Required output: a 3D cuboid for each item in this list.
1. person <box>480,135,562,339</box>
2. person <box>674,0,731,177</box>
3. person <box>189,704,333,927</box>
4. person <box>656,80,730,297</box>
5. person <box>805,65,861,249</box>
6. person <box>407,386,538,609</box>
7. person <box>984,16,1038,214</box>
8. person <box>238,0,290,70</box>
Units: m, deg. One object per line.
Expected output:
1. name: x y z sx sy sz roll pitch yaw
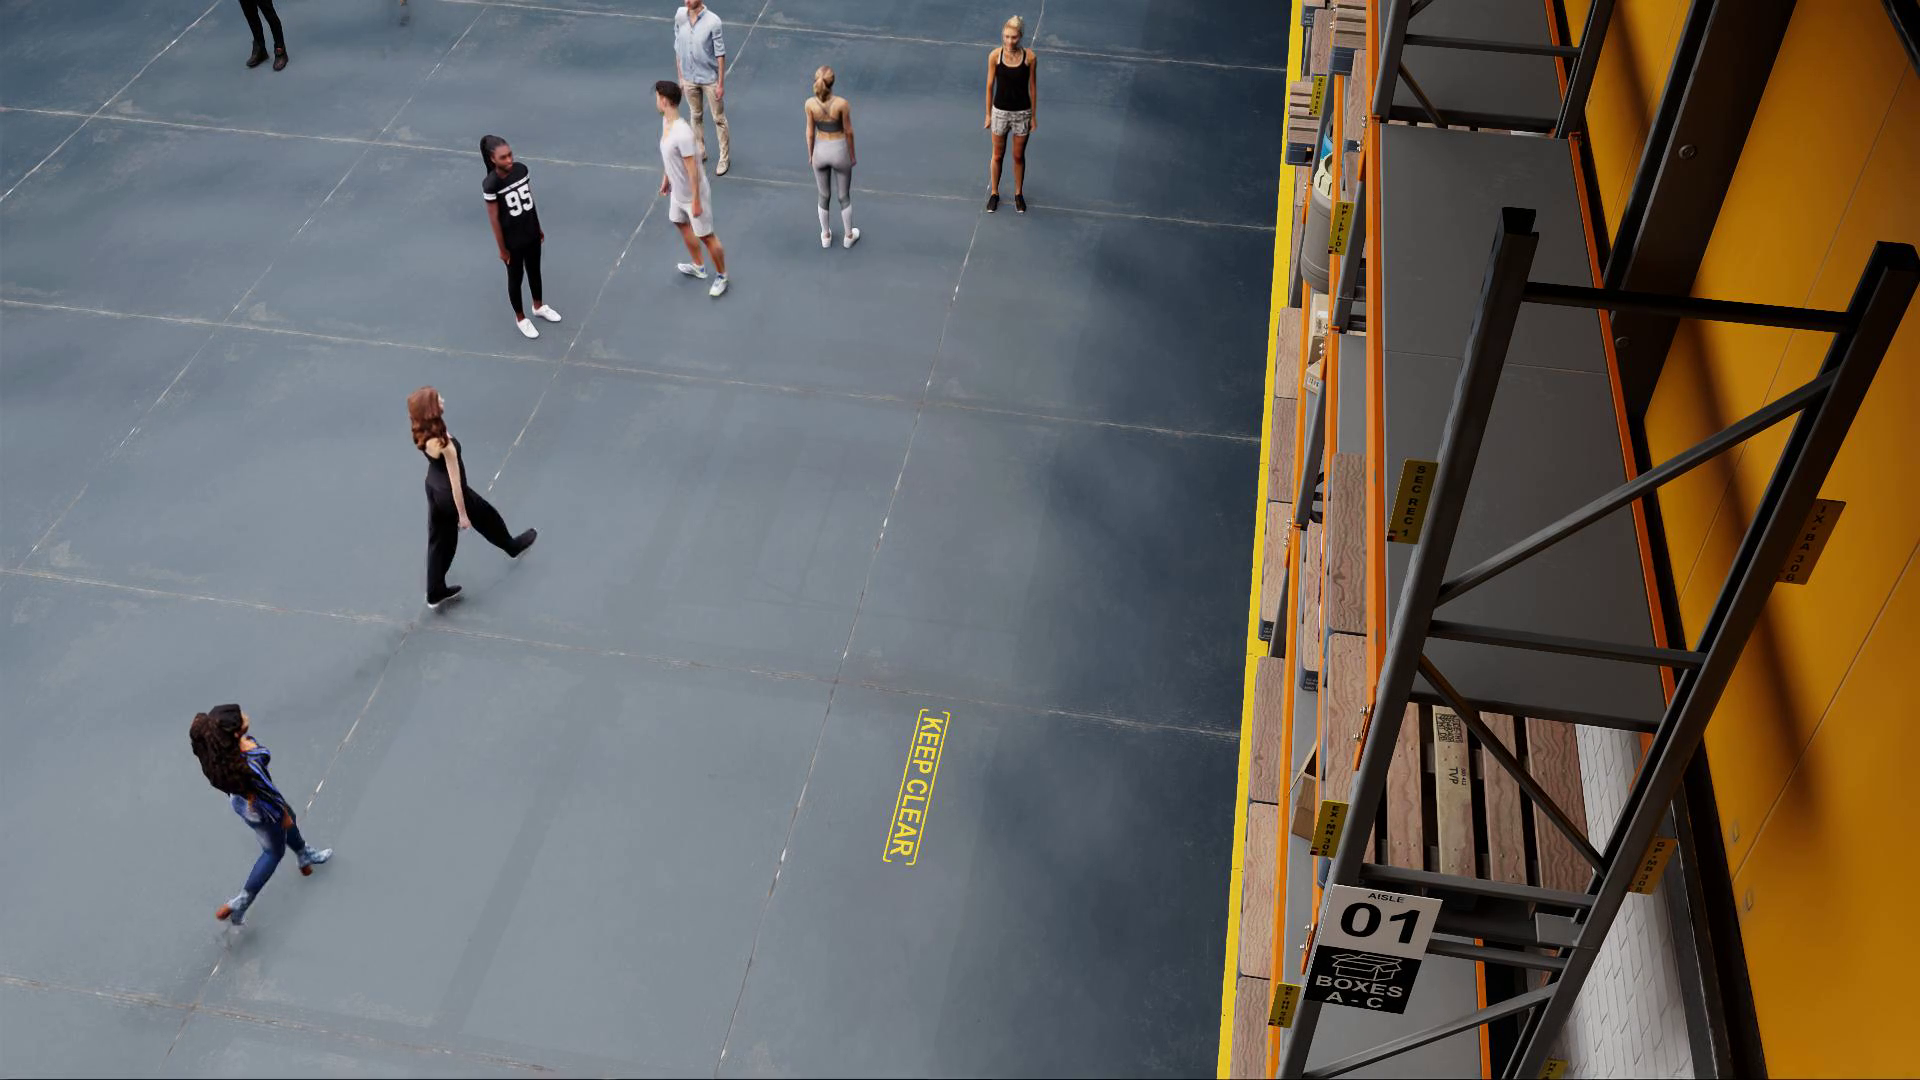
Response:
1. person: -3.557 -2.459 13.393 0.758 1.729 0.639 25 49 24
2. person: -2.349 -4.240 15.177 0.679 1.848 0.605 14 45 14
3. person: -3.977 1.538 9.294 0.915 1.596 1.090 29 51 27
4. person: -2.225 -2.919 13.815 0.934 1.814 0.825 -31 52 -28
5. person: -1.103 -3.283 14.277 0.578 1.703 0.559 4 44 4
6. person: -3.483 -0.247 11.100 1.008 1.689 1.220 31 52 28
7. person: 0.454 -3.774 14.690 0.641 1.845 0.548 2 44 2
8. person: -7.135 -5.625 16.680 0.639 1.780 0.609 10 45 11
